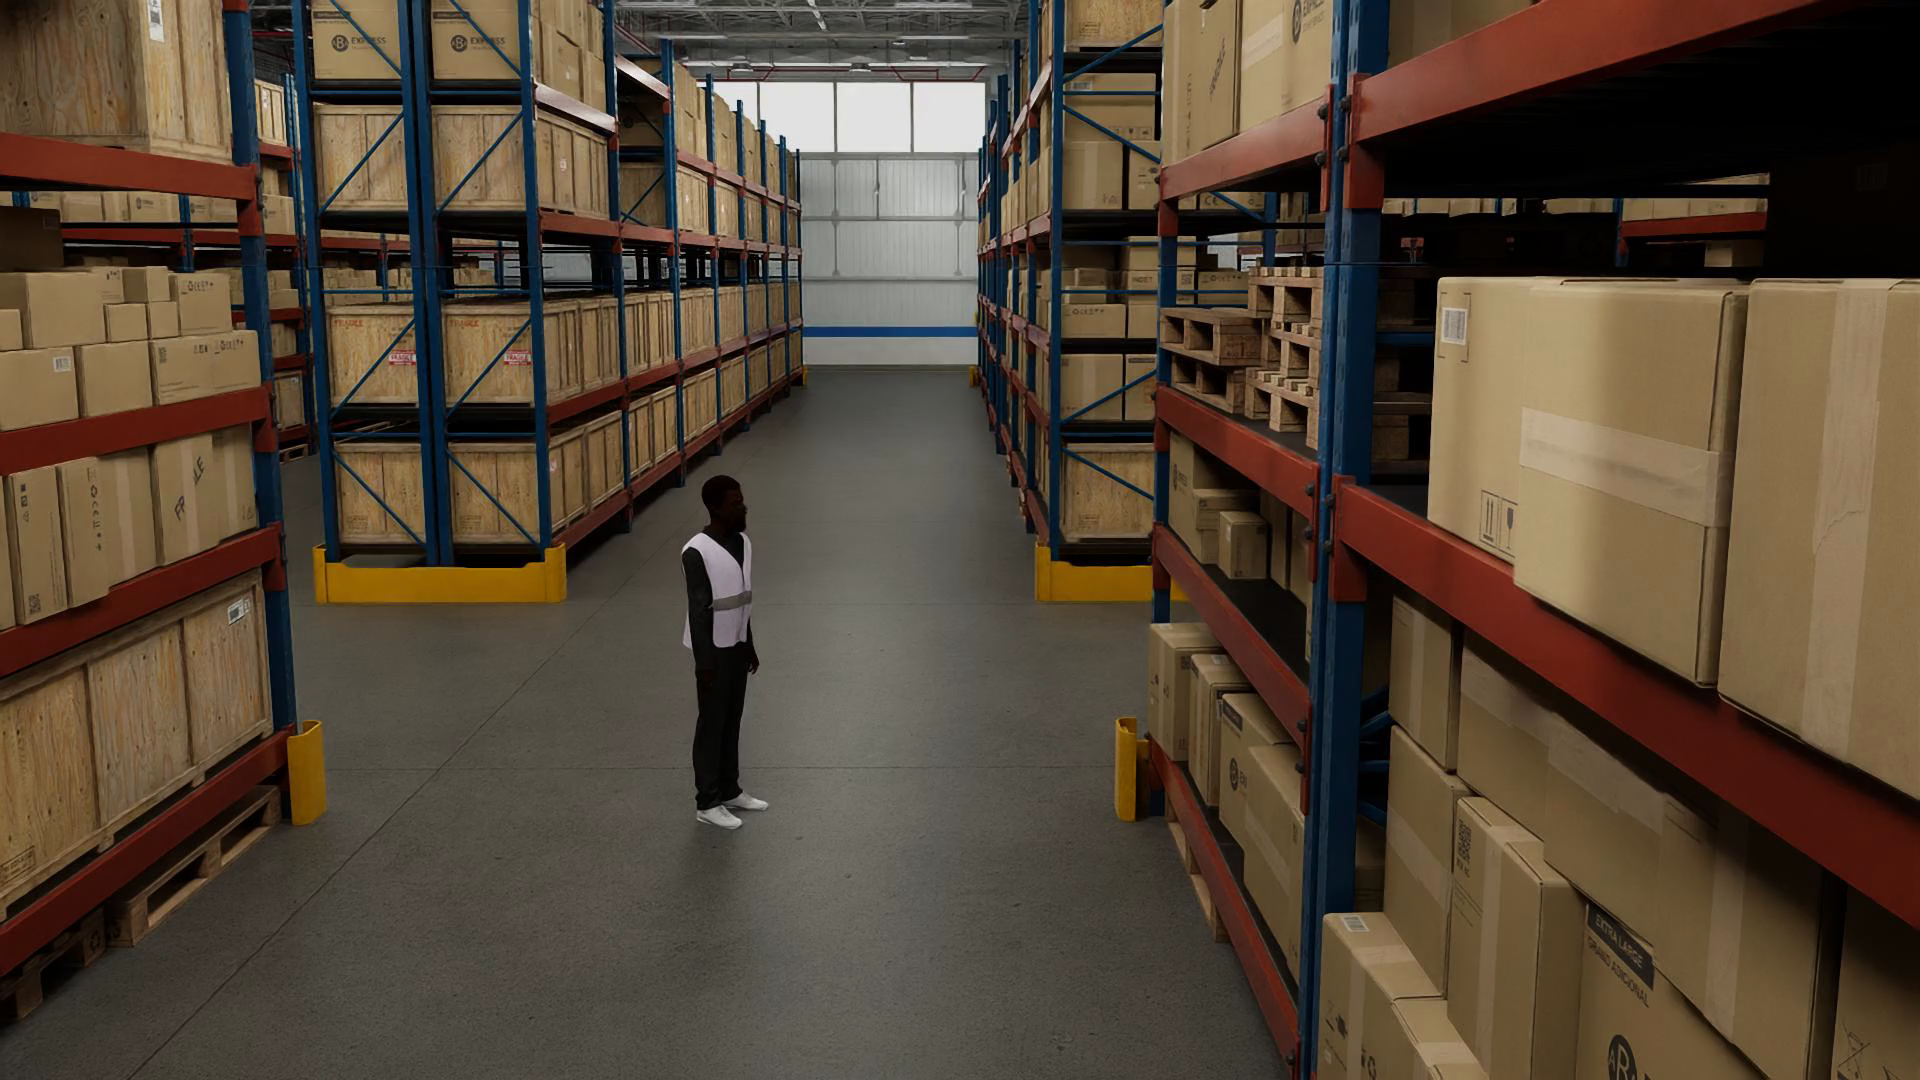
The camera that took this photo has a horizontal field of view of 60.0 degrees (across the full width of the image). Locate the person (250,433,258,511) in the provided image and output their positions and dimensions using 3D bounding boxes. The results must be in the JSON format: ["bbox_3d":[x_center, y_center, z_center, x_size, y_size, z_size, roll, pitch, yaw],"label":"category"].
[{"bbox_3d":[-6.981,-0.428,15.811,0.636,1.792,0.958,-4,10,-24],"label":"person"}]

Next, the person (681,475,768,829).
[{"bbox_3d":[-1.307,0.597,9.132,0.392,1.922,0.591,3,10,19],"label":"person"}]
